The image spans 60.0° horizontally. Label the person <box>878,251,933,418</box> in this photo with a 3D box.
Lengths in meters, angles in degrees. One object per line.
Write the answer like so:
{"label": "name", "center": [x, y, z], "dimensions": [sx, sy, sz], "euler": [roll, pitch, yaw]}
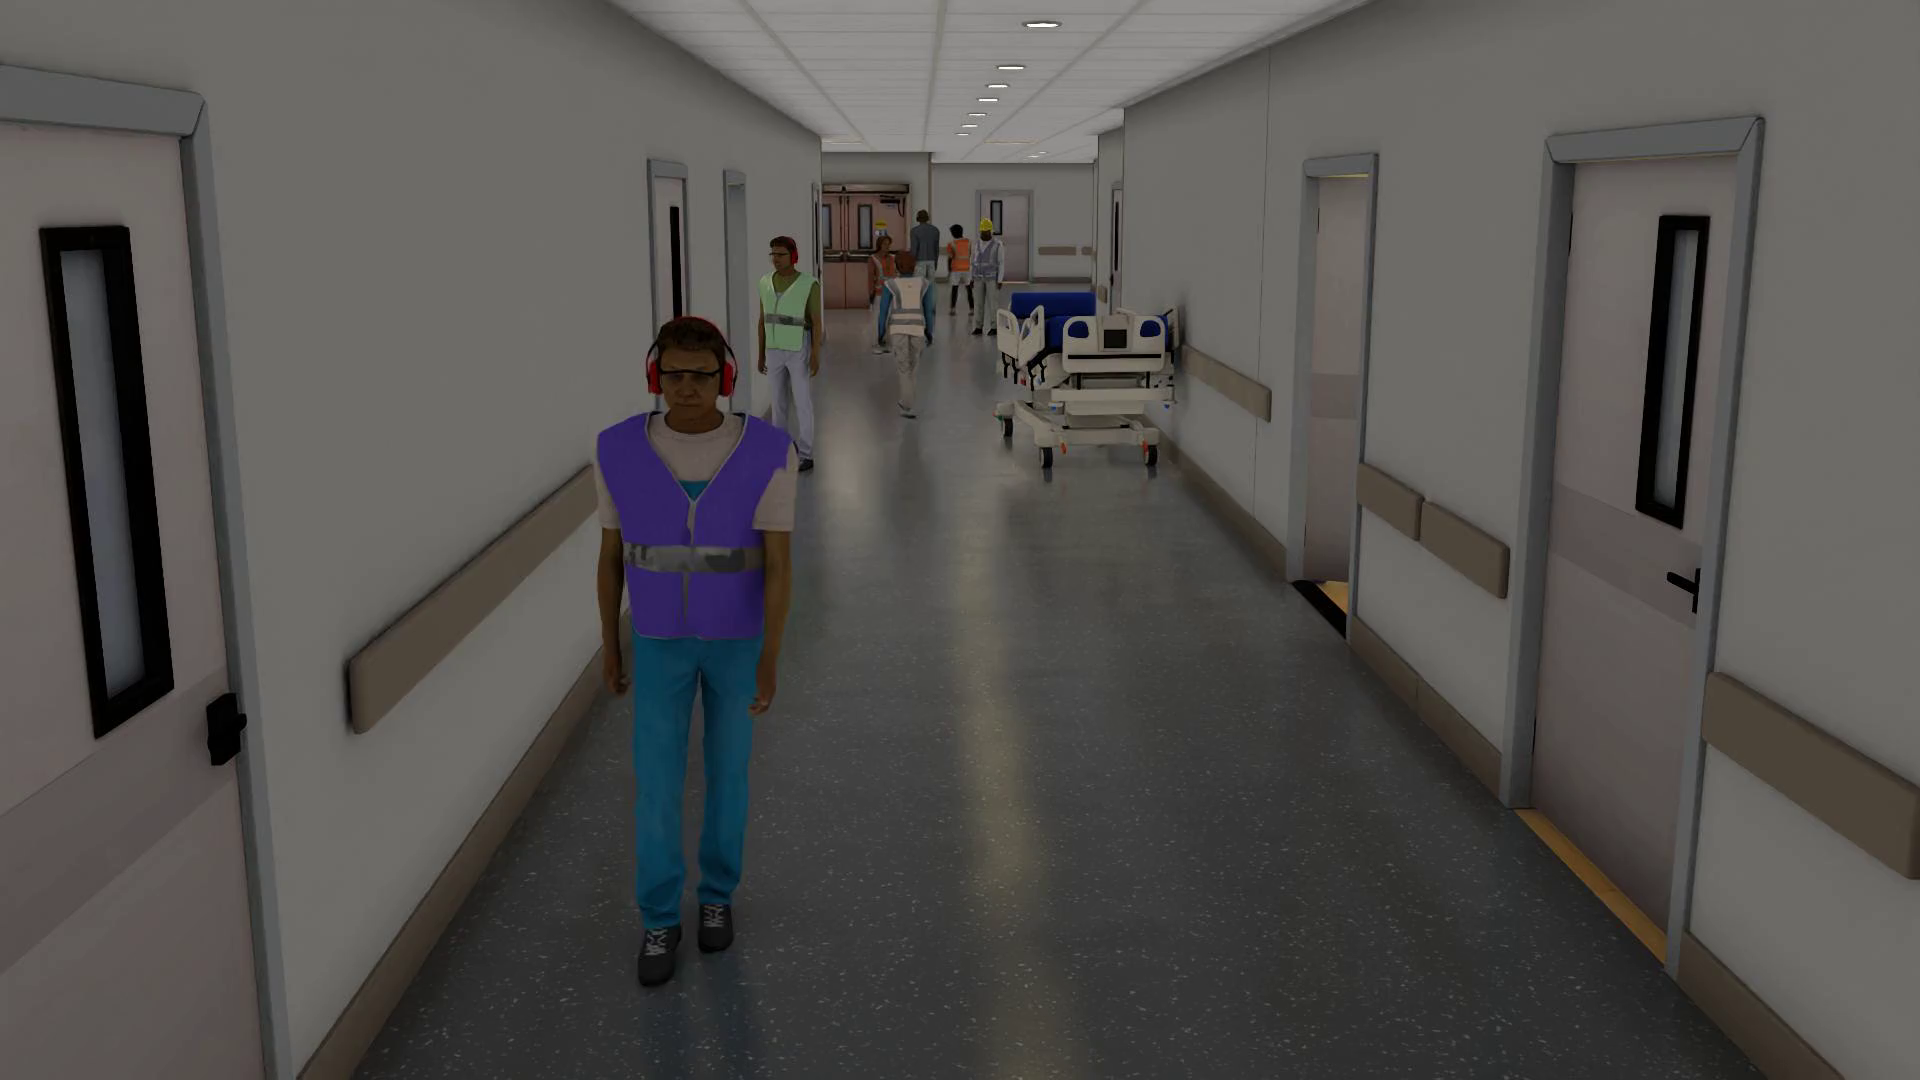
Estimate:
{"label": "person", "center": [-0.580, -2.043, 16.483], "dimensions": [0.537, 1.606, 0.762], "euler": [-5, 13, -24]}

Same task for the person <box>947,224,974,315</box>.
{"label": "person", "center": [0.034, -4.961, 30.572], "dimensions": [0.562, 1.674, 0.352], "euler": [-2, 12, -8]}

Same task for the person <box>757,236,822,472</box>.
{"label": "person", "center": [-1.344, -1.468, 13.133], "dimensions": [0.574, 1.841, 0.374], "euler": [7, 13, 29]}

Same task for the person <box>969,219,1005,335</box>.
{"label": "person", "center": [0.410, -4.130, 26.168], "dimensions": [0.590, 1.824, 0.403], "euler": [6, 13, 26]}

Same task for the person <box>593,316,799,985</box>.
{"label": "person", "center": [-0.714, 0.304, 4.558], "dimensions": [0.564, 1.816, 0.654], "euler": [-1, 12, -6]}

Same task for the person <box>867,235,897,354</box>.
{"label": "person", "center": [-1.065, -3.395, 23.024], "dimensions": [0.522, 1.639, 0.310], "euler": [-10, 15, -40]}

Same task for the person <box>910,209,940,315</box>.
{"label": "person", "center": [-0.662, -5.111, 30.663], "dimensions": [0.627, 1.936, 0.373], "euler": [-7, 14, -32]}
